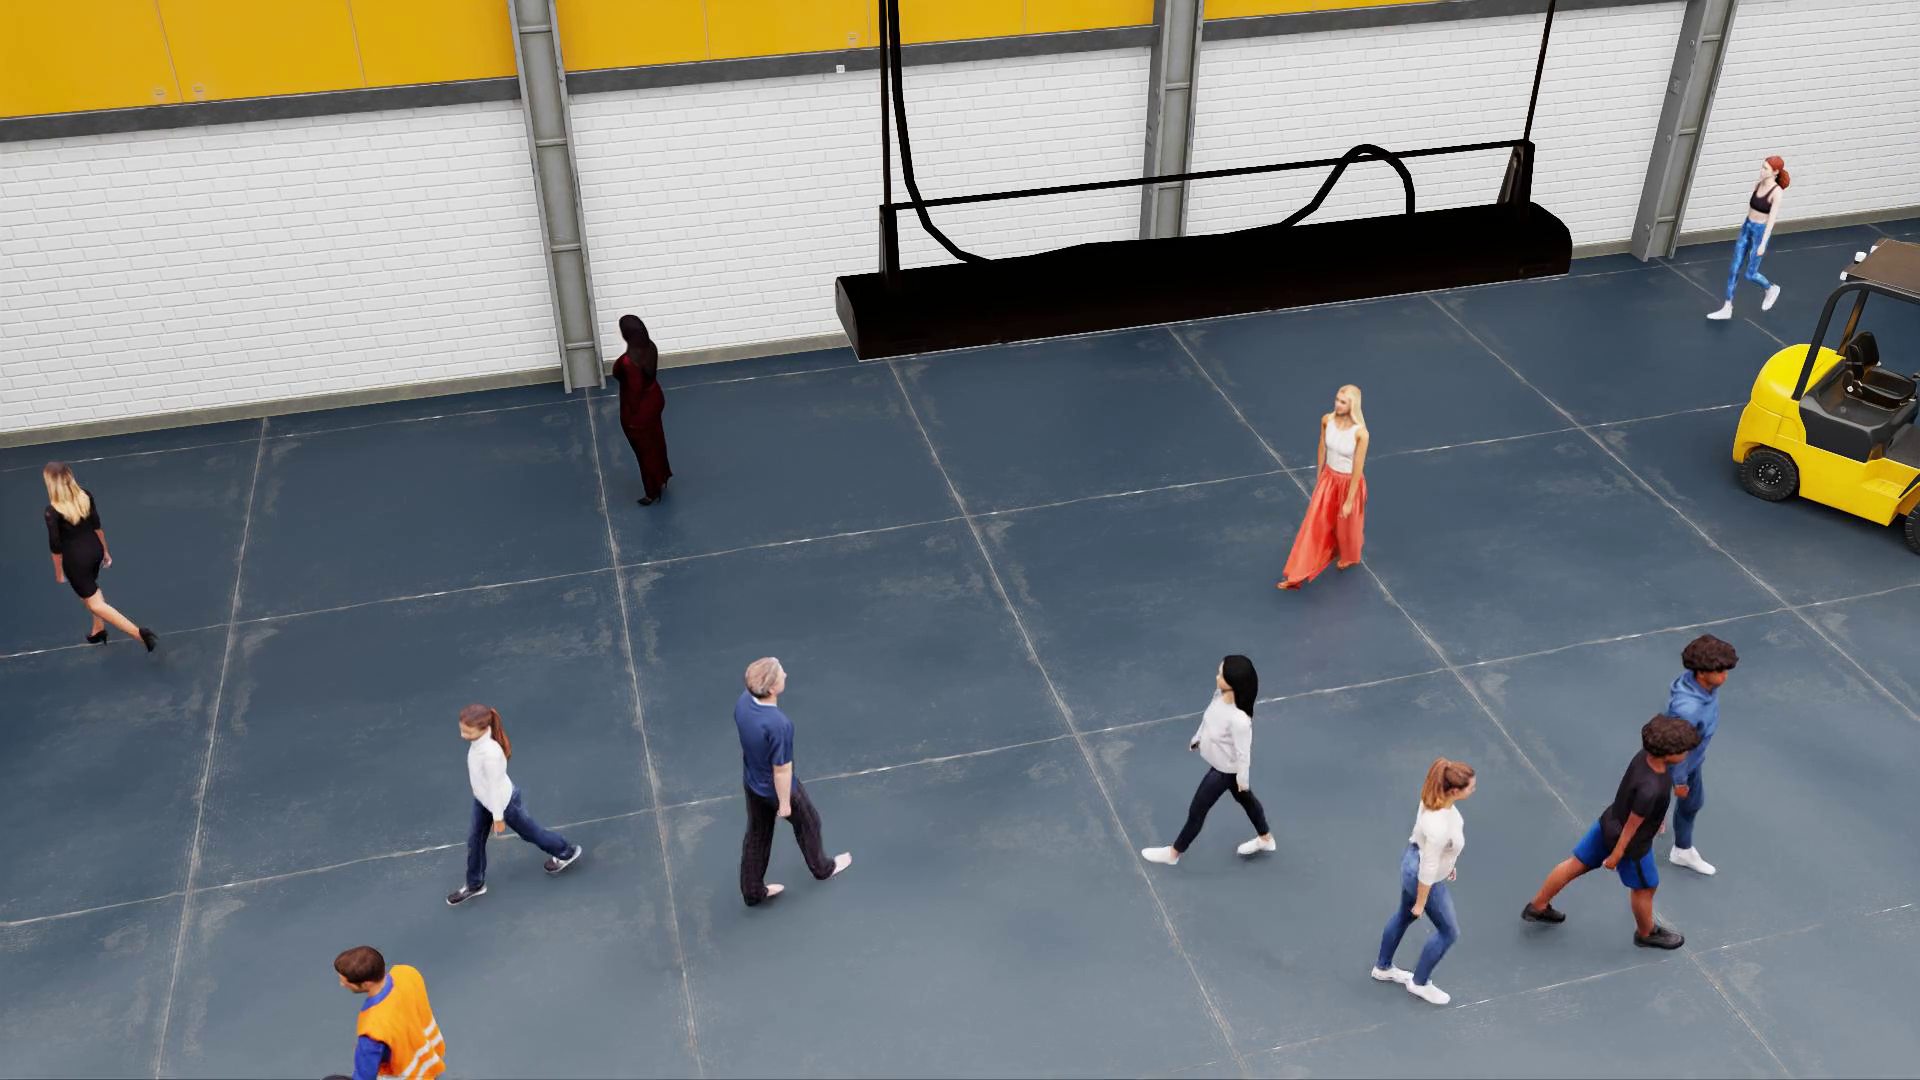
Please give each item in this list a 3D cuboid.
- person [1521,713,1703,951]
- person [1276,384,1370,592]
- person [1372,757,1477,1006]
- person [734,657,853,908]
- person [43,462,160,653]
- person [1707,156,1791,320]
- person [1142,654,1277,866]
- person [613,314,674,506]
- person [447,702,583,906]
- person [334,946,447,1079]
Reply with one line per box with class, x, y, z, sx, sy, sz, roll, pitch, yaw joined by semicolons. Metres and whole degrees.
person;3.857;1.743;9.880;1.273;1.748;0.978;6;34;9
person;3.070;-0.425;13.146;1.345;1.744;1.052;-27;42;-34
person;2.597;1.938;9.620;0.802;1.711;0.747;6;34;9
person;-1.219;1.529;10.114;1.098;1.847;0.942;-26;42;-33
person;-6.414;0.188;12.306;1.081;1.654;0.905;10;35;14
person;8.252;-3.083;17.121;0.949;1.770;0.561;-7;34;-11
person;1.765;1.407;10.473;1.177;1.653;0.785;-1;34;-2
person;-2.697;-1.129;14.198;0.732;1.753;0.744;4;34;6
person;-2.772;1.592;10.320;1.153;1.514;0.773;-19;38;-26
person;-2.674;2.730;8.344;1.239;1.805;0.888;1;34;1
